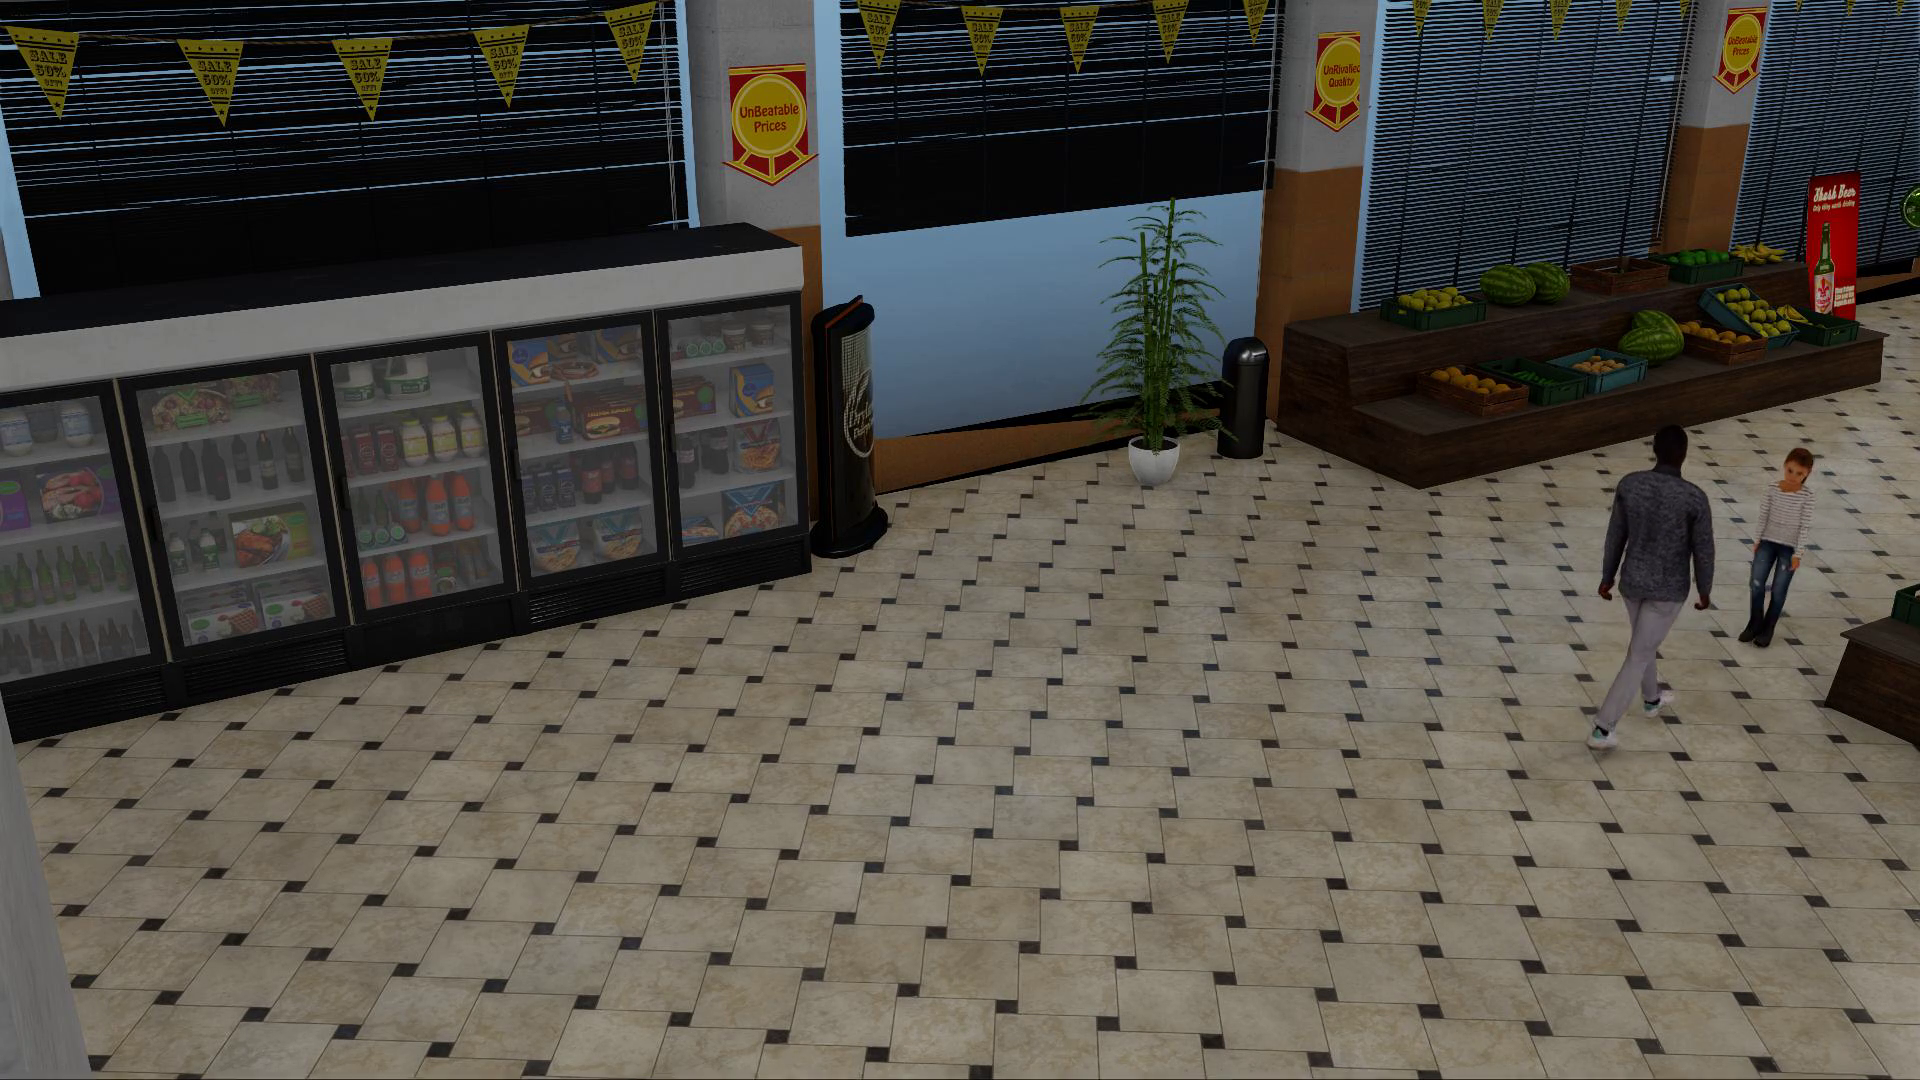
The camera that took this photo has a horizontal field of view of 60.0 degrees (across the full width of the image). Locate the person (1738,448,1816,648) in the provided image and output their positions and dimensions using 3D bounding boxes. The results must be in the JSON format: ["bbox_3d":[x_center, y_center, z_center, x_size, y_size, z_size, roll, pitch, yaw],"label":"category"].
[{"bbox_3d":[5.136,0.038,10.345,0.531,1.303,0.574,20,29,40],"label":"person"}]

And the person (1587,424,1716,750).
[{"bbox_3d":[3.708,0.302,9.023,1.235,1.798,0.838,-18,28,-38],"label":"person"}]
